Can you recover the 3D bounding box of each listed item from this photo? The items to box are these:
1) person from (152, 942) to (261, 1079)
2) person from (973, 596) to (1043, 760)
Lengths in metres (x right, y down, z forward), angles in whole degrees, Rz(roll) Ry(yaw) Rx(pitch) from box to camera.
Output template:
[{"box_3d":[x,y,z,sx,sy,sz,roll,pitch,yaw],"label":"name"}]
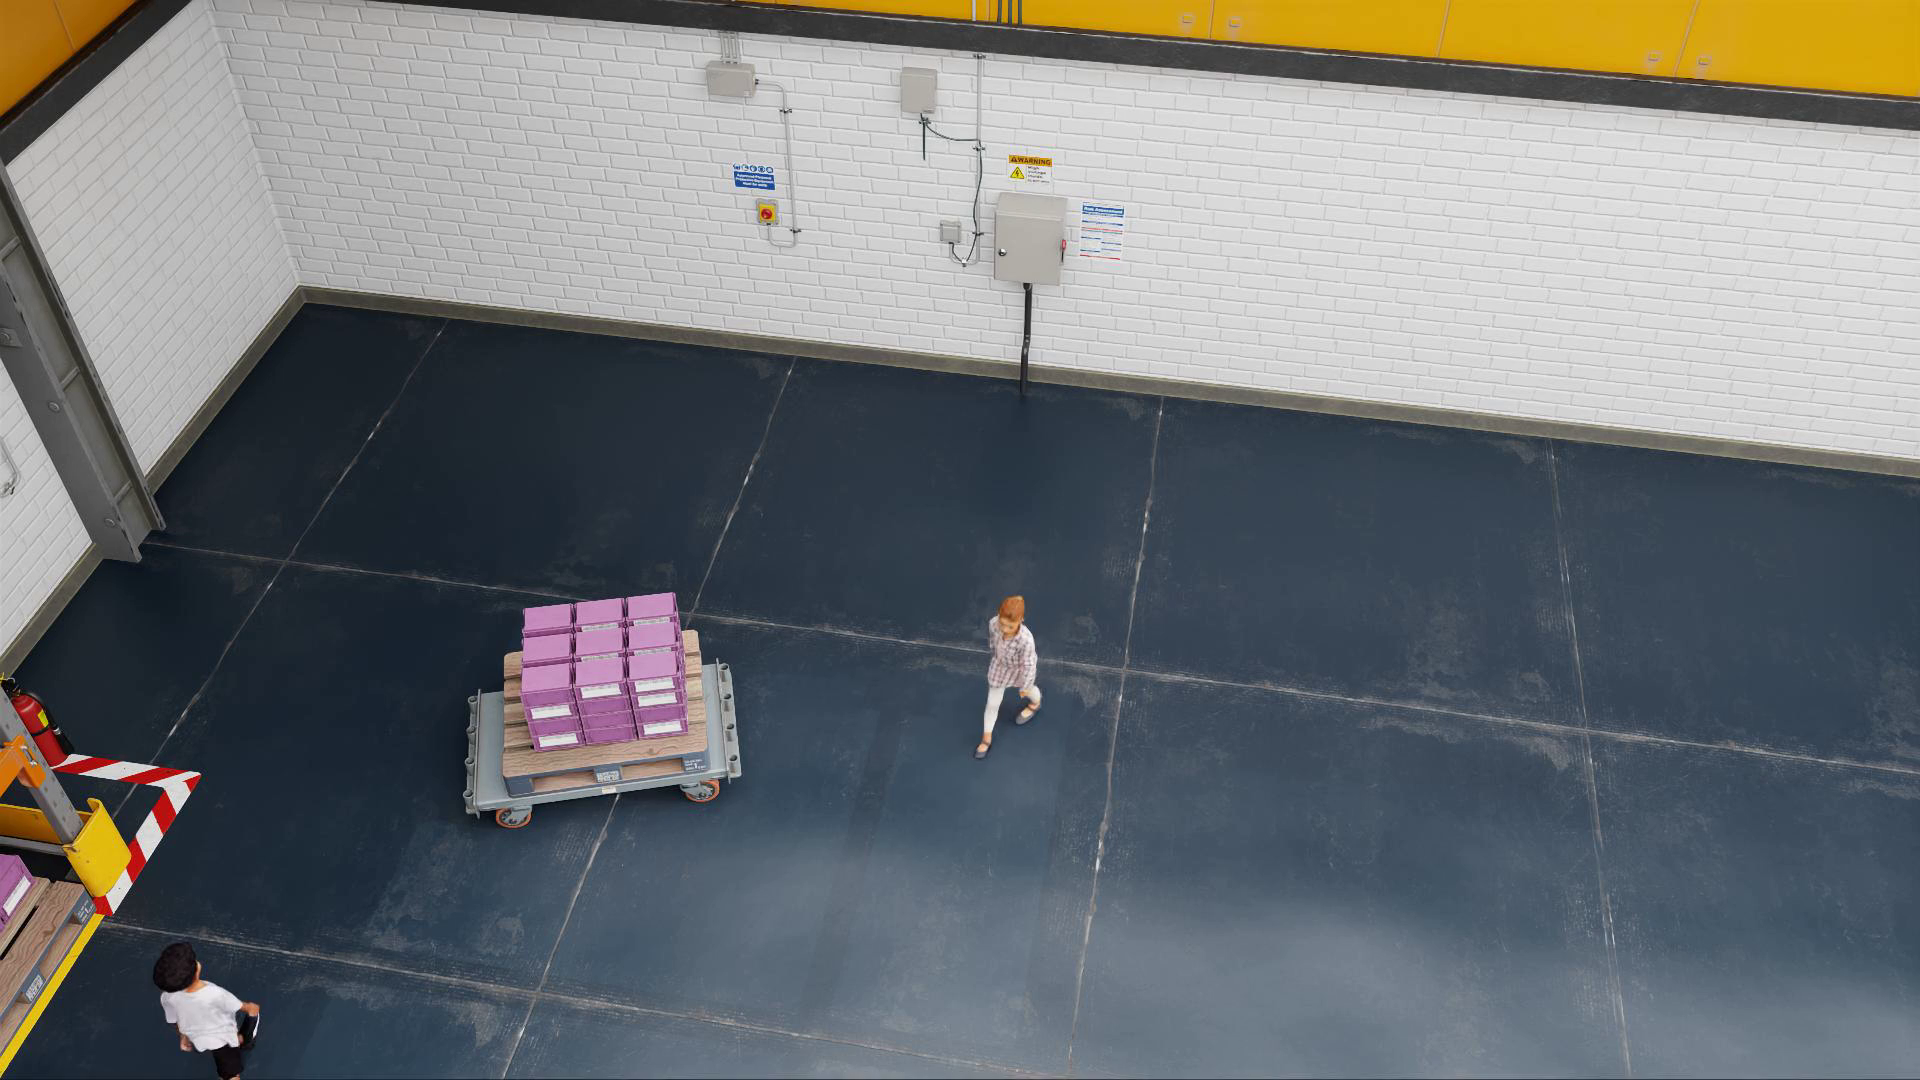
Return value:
[{"box_3d":[-3.825,2.543,8.460,0.548,1.229,0.848,3,44,3],"label":"person"},{"box_3d":[0.370,0.749,10.318,0.799,1.264,0.981,32,52,29],"label":"person"}]
